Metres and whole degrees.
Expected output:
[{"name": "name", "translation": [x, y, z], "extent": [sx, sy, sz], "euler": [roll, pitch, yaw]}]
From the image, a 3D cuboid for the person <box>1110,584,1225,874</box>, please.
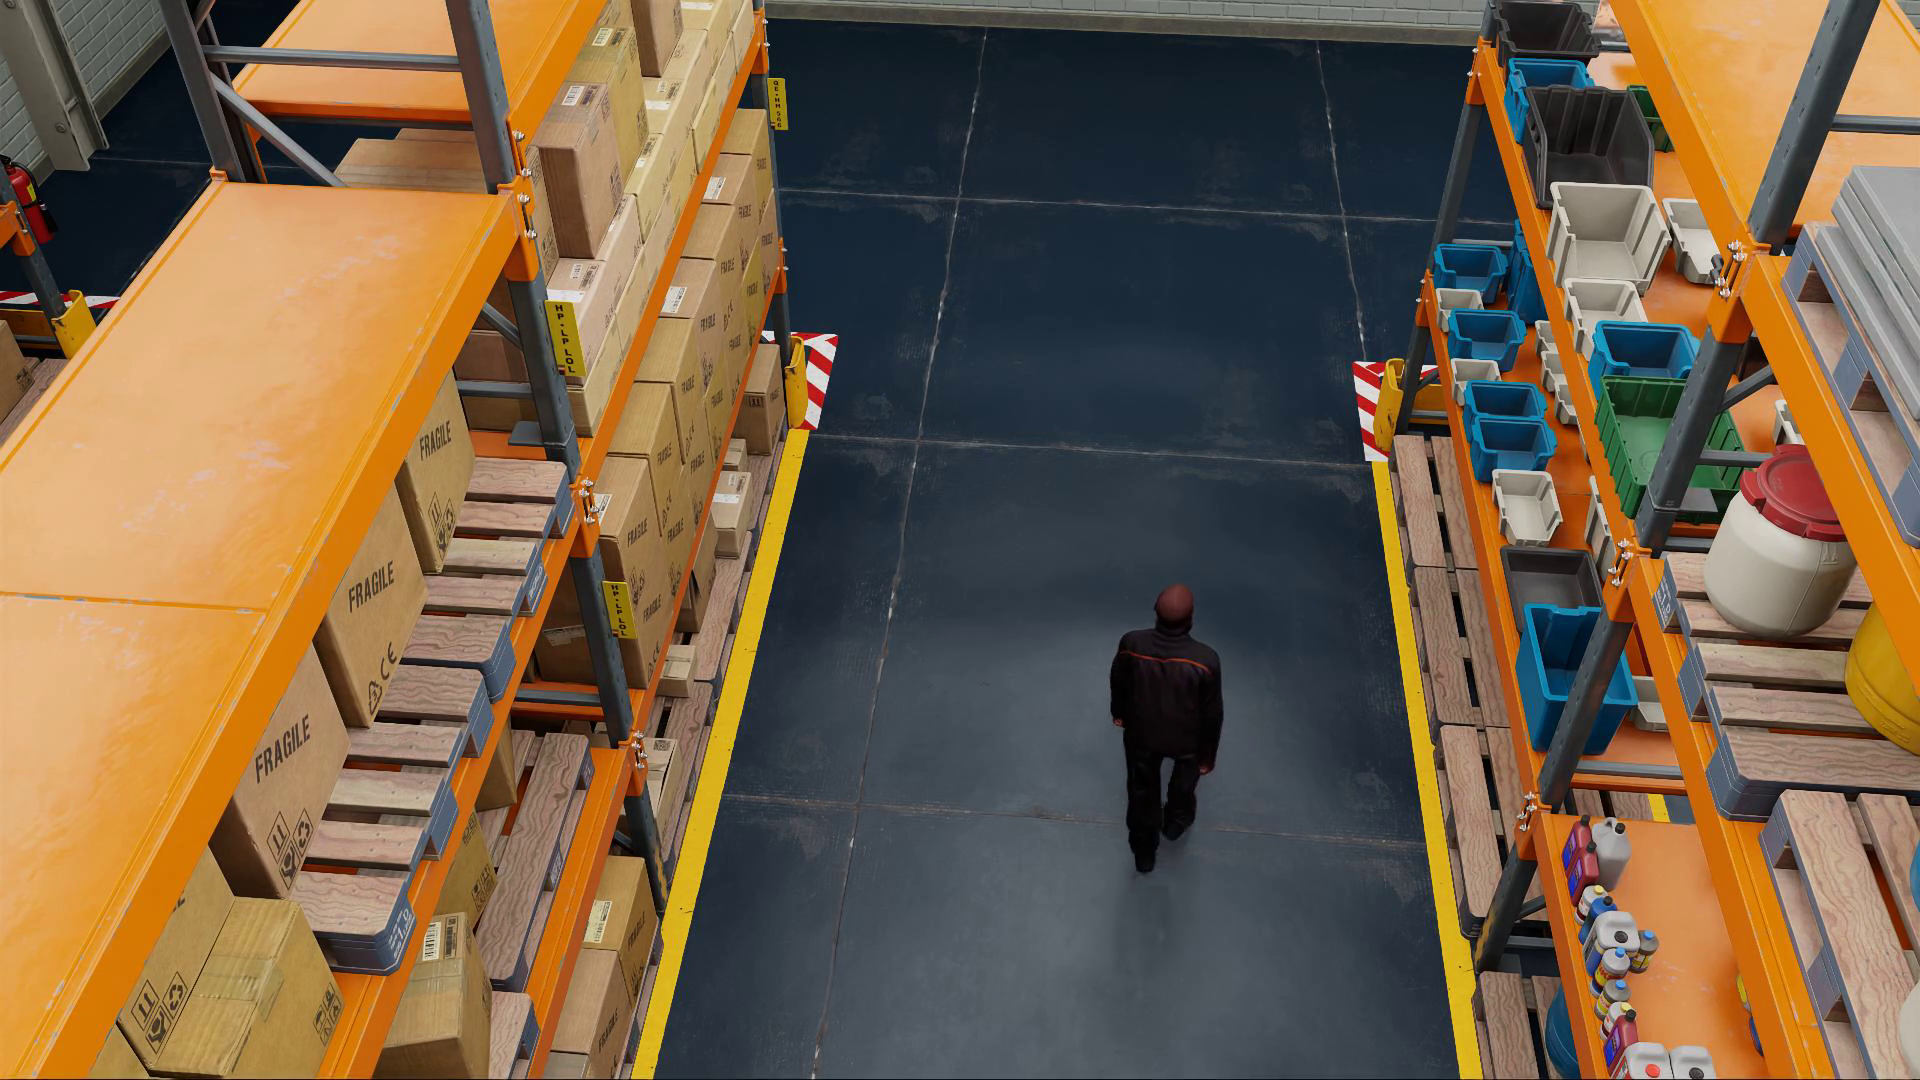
[{"name": "person", "translation": [0.948, 0.957, 7.856], "extent": [0.813, 1.813, 0.855], "euler": [12, 44, 13]}]
